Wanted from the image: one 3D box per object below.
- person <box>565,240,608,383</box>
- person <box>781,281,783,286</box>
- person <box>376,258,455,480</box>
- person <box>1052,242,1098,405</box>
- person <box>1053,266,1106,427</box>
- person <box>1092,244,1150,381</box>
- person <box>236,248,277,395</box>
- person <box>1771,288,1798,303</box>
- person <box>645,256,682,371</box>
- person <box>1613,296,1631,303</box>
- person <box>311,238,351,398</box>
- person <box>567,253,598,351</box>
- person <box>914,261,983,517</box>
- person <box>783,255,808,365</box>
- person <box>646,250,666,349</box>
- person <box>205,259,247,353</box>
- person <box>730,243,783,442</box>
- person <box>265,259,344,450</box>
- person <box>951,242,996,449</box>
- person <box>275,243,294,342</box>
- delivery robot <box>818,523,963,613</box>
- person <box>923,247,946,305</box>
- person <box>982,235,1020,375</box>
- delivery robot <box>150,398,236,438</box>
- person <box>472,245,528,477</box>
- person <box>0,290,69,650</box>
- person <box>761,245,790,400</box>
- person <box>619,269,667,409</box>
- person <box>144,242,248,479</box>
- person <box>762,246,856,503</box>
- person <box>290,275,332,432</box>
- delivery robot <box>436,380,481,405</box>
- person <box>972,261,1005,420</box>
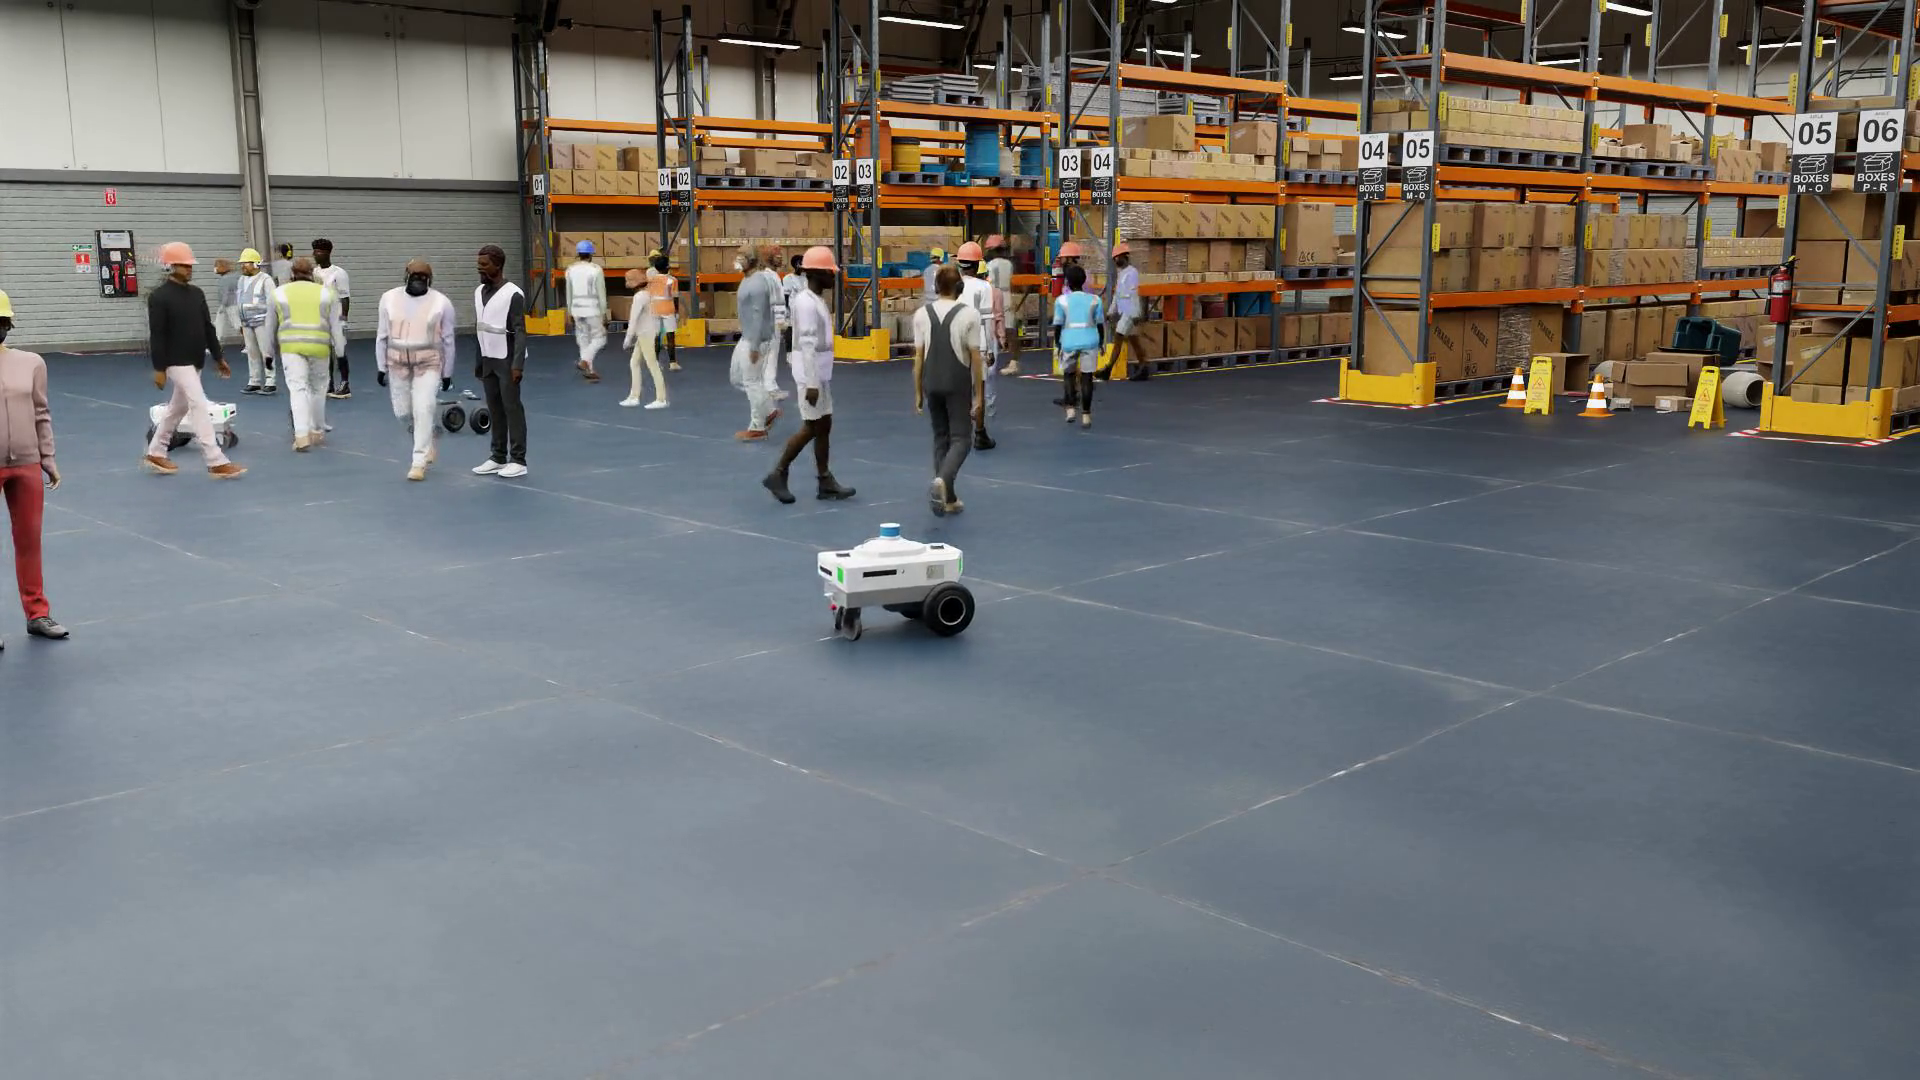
[{"bbox_3d":[-5.092,-3.106,22.651,0.623,1.936,0.519,5,11,23],"label":"person"},{"bbox_3d":[-3.468,-5.223,34.027,0.536,2.000,0.672,-8,13,-37],"label":"person"},{"bbox_3d":[-4.521,-1.441,13.909,0.640,1.816,0.741,0,10,-1],"label":"person"},{"bbox_3d":[1.337,-2.541,19.604,0.466,1.919,0.569,2,11,10],"label":"person"},{"bbox_3d":[1.267,-2.048,17.592,0.572,1.671,0.565,0,10,1],"label":"person"},{"bbox_3d":[2.213,-3.135,22.979,0.939,1.867,0.578,-1,10,-7],"label":"person"},{"bbox_3d":[-8.913,-2.758,21.035,0.599,1.832,0.404,5,11,25],"label":"person"},{"bbox_3d":[15.662,-4.723,31.649,0.727,1.876,0.647,-7,13,-35],"label":"person"},{"bbox_3d":[-4.396,-3.351,24.631,0.536,1.699,0.322,3,11,15],"label":"person"},{"bbox_3d":[11.880,-4.274,29.864,0.485,1.613,0.538,-5,12,-27],"label":"person"},{"bbox_3d":[-7.823,-2.747,20.608,0.616,1.964,0.361,6,12,28],"label":"person"},{"bbox_3d":[-6.537,-4.213,28.974,0.602,1.828,0.404,-2,11,-11],"label":"person"},{"bbox_3d":[-0.102,-1.044,11.731,0.511,1.827,0.728,4,11,20],"label":"person"},{"bbox_3d":[-2.537,-3.603,26.012,0.536,1.696,0.322,-9,14,-42],"label":"person"},{"bbox_3d":[-5.374,-4.236,29.325,0.389,1.737,0.541,5,12,27],"label":"person"},{"bbox_3d":[-12.493,-3.985,28.372,0.845,1.592,0.510,-9,14,-41],"label":"person"},{"bbox_3d":[-2.042,-1.930,16.276,0.446,1.920,0.647,-3,11,-16],"label":"person"},{"bbox_3d":[-6.238,-1.773,15.832,0.682,1.779,0.998,-5,11,-24],"label":"person"},{"bbox_3d":[0.089,-1.836,15.719,0.542,1.938,0.357,5,11,24],"label":"person"},{"bbox_3d":[-12.225,-4.456,30.244,0.516,1.852,0.446,8,13,36],"label":"person"},{"bbox_3d":[-0.356,0.159,8.475,0.707,0.478,0.477,-5,11,-24],"label":"delivery robot"},{"bbox_3d":[-0.351,-3.736,26.432,0.421,1.807,0.621,-6,12,-32],"label":"person"},{"bbox_3d":[0.468,-3.405,24.127,1.041,1.989,0.618,9,14,42],"label":"person"},{"bbox_3d":[-7.244,-1.172,15.735,0.707,0.478,0.477,-1,10,-9],"label":"delivery robot"},{"bbox_3d":[-3.846,-1.500,13.940,0.587,1.920,0.395,9,13,39],"label":"person"},{"bbox_3d":[-4.687,-0.362,8.154,0.315,1.769,0.525,7,12,32],"label":"person"},{"bbox_3d":[-2.296,-2.678,20.464,0.349,1.882,0.584,0,10,2],"label":"person"},{"bbox_3d":[-3.729,-2.324,19.255,0.684,1.596,0.531,-1,10,-4],"label":"person"},{"bbox_3d":[-6.476,-1.497,13.867,1.015,1.952,0.620,1,10,8],"label":"person"},{"bbox_3d":[-1.130,-1.252,12.607,0.565,1.945,0.548,1,10,6],"label":"person"},{"bbox_3d":[-6.585,-1.869,16.783,0.517,1.618,0.634,3,11,18],"label":"person"},{"bbox_3d":[-5.180,-1.501,16.818,0.335,0.223,0.698,7,12,32],"label":"delivery robot"},{"bbox_3d":[0.220,-2.184,18.125,0.552,1.749,0.438,3,11,14],"label":"person"}]
